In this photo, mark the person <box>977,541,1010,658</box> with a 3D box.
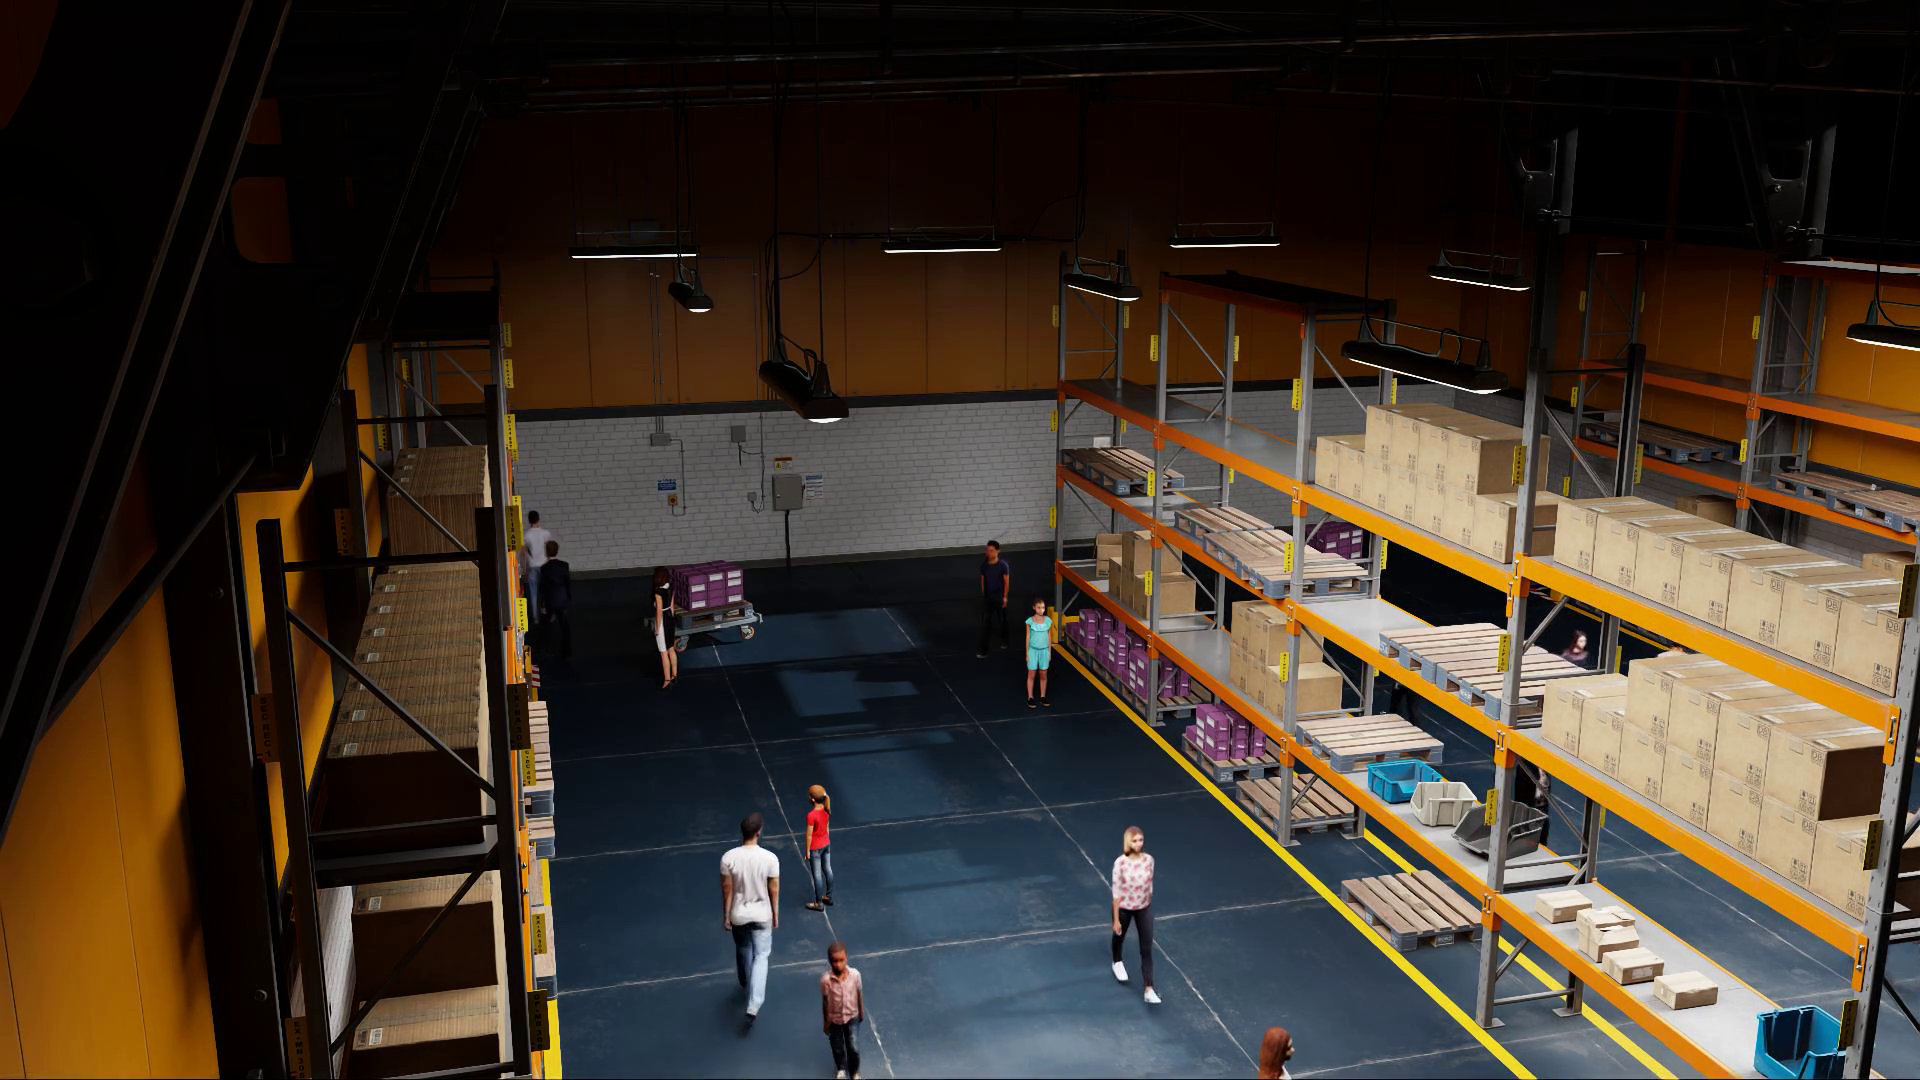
[{"bbox_3d":[0.572,0.870,25.105,1.078,1.751,1.240,5,15,20],"label":"person"}]

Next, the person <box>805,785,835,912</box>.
[{"bbox_3d":[-1.412,3.100,16.836,0.604,1.308,0.553,11,17,38],"label":"person"}]

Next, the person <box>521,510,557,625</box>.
[{"bbox_3d":[-6.771,0.434,26.689,0.664,1.853,0.563,-4,14,-17],"label":"person"}]

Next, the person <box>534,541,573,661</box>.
[{"bbox_3d":[-5.990,0.932,24.783,0.986,1.782,1.192,-11,17,-38],"label":"person"}]

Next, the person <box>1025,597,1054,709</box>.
[{"bbox_3d":[1.065,1.527,22.800,0.557,1.559,0.549,-2,14,-9],"label":"person"}]

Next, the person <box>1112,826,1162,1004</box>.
[{"bbox_3d":[1.532,3.362,15.181,0.590,1.578,1.096,-4,14,-16],"label":"person"}]

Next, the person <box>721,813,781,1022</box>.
[{"bbox_3d":[-1.849,3.355,14.689,0.923,1.823,1.249,0,14,2],"label":"person"}]

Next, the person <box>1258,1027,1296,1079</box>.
[{"bbox_3d":[2.134,4.169,11.546,0.704,1.719,0.605,4,14,16],"label":"person"}]

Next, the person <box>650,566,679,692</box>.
[{"bbox_3d":[-4.174,1.239,23.487,0.720,1.795,0.628,5,15,21],"label":"person"}]

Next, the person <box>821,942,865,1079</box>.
[{"bbox_3d":[-0.966,3.870,13.688,0.536,1.294,0.577,-2,14,-10],"label":"person"}]

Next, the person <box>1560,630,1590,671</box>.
[{"bbox_3d":[7.749,1.903,21.173,0.650,1.593,0.843,-5,15,-21],"label":"person"}]

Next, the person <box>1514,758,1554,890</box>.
[{"bbox_3d":[5.937,2.783,17.436,0.631,1.642,1.084,-4,14,-16],"label":"person"}]
